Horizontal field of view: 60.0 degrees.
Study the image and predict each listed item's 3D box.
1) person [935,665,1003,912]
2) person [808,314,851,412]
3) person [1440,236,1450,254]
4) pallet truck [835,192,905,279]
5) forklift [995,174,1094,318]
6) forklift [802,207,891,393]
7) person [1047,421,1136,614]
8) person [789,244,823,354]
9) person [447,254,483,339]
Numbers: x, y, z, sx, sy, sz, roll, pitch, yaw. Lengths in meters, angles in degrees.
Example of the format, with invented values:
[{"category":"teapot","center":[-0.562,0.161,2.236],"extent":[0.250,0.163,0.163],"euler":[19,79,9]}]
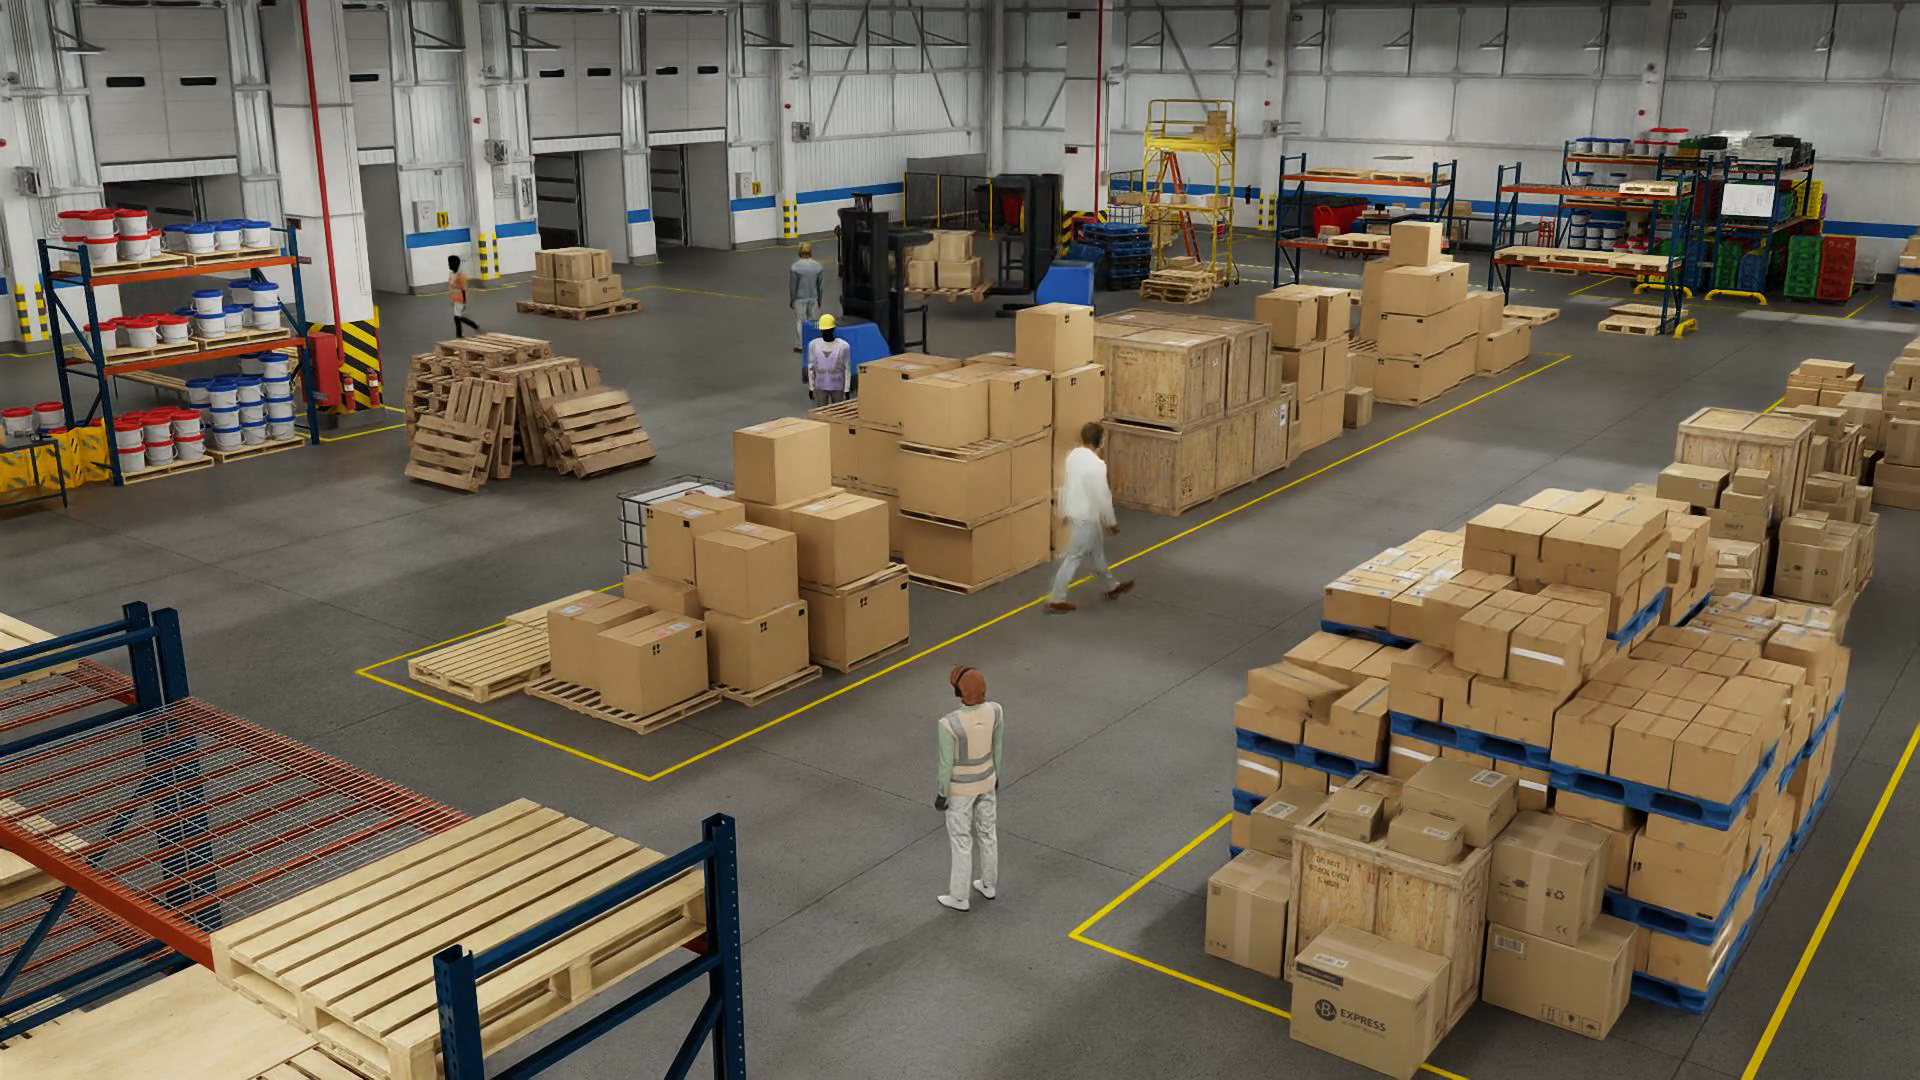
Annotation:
[{"category":"person","center":[0.060,1.583,10.644],"extent":[0.522,1.640,0.305],"euler":[-14,22,-38]},{"category":"person","center":[-1.744,-2.059,22.215],"extent":[0.588,1.927,0.370],"euler":[2,17,7]},{"category":"person","center":[8.900,-4.682,30.923],"extent":[0.727,1.906,0.573],"euler":[4,17,14]},{"category":"pallet truck","center":[-1.936,-7.159,38.982],"extent":[1.885,1.965,0.823],"euler":[-12,21,-34]},{"category":"forklift","center":[1.720,-5.872,33.217],"extent":[1.873,2.768,1.129],"euler":[3,17,10]},{"category":"forklift","center":[-1.538,-3.894,26.667],"extent":[1.873,2.768,1.129],"euler":[-14,22,-39]},{"category":"person","center":[1.285,-0.231,16.238],"extent":[1.034,1.882,0.638],"euler":[-6,18,-19]},{"category":"person","center":[-2.735,-4.283,29.592],"extent":[0.636,1.928,0.390],"euler":[-9,19,-29]},{"category":"person","center":[-9.065,-4.372,30.310],"extent":[0.646,1.675,0.533],"euler":[-12,20,-34]}]
